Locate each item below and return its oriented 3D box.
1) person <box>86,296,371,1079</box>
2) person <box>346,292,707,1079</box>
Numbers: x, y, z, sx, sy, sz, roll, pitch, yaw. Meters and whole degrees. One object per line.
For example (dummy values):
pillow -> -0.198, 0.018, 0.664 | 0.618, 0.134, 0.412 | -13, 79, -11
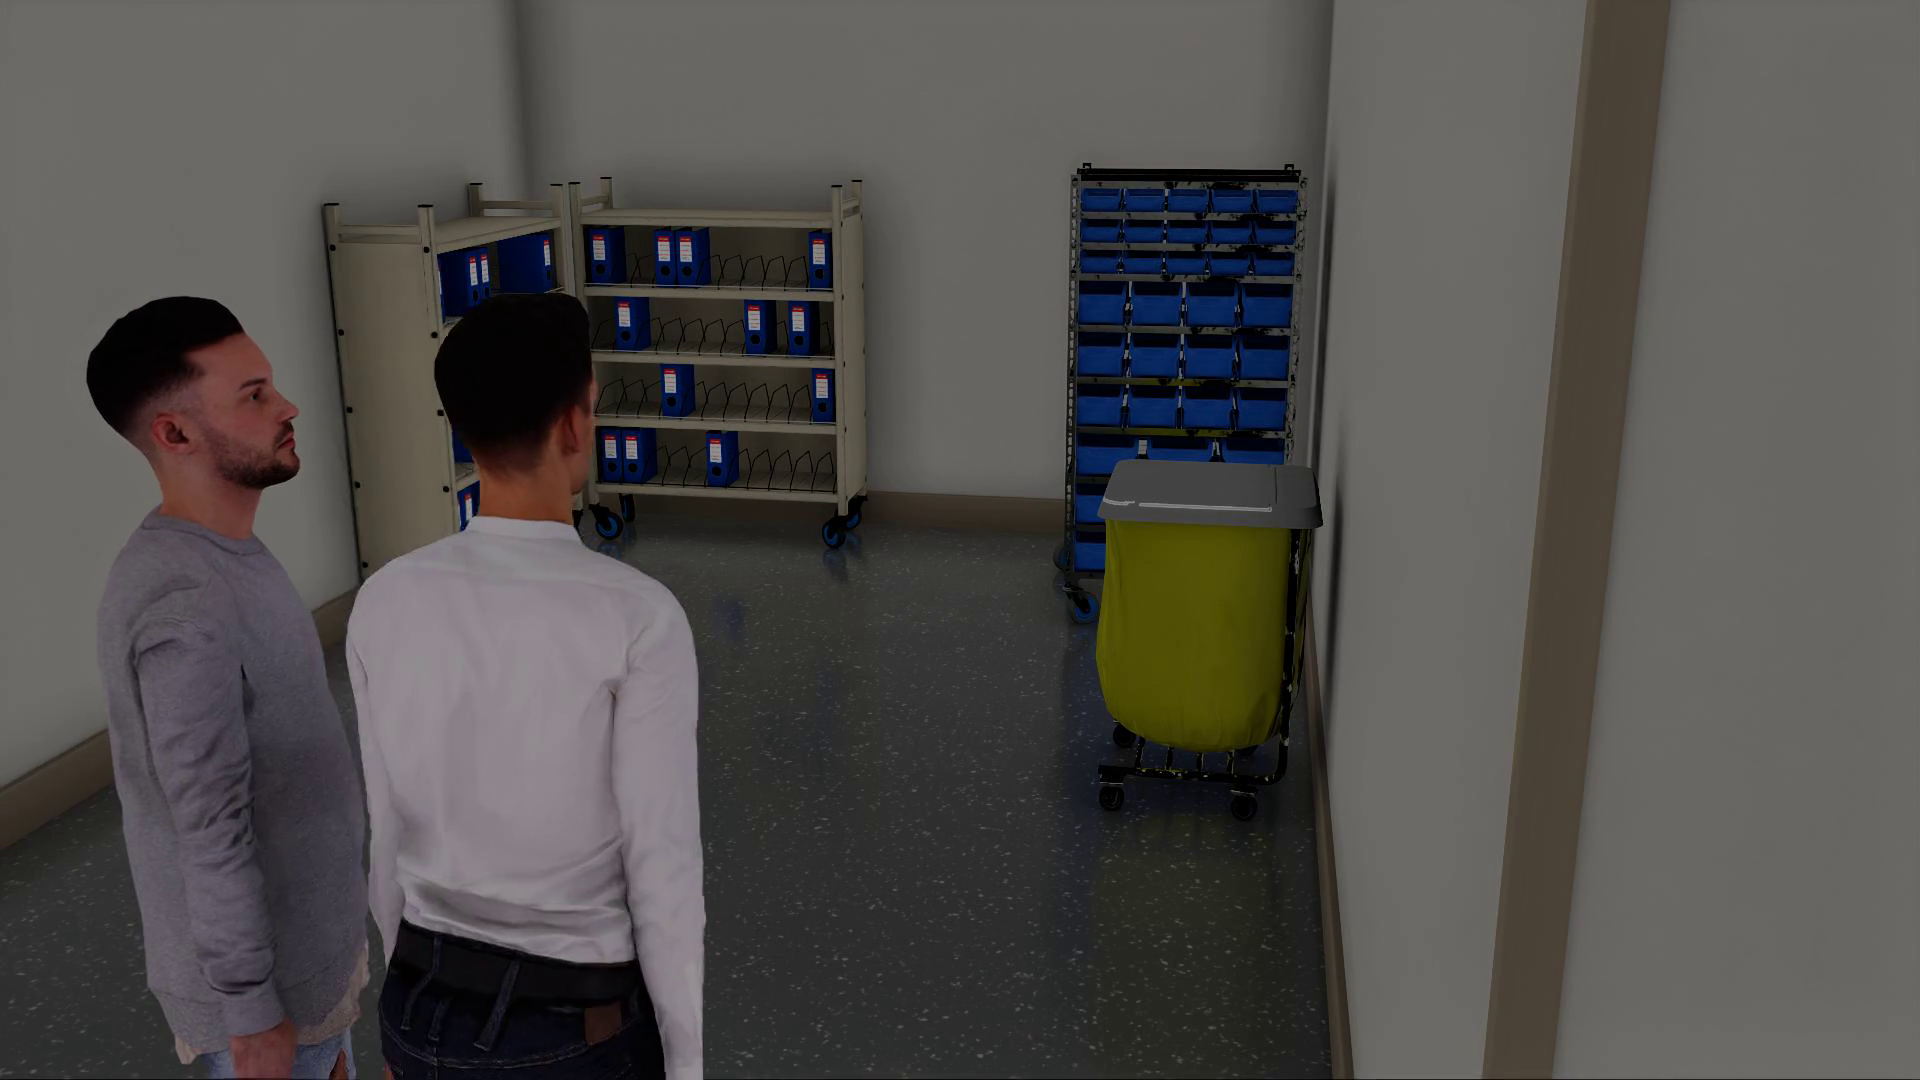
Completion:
person -> -0.991, 0.566, 2.366 | 0.748, 1.839, 0.765 | -6, 17, -19
person -> -0.577, 0.648, 2.069 | 0.872, 1.843, 0.702 | 4, 16, 12
